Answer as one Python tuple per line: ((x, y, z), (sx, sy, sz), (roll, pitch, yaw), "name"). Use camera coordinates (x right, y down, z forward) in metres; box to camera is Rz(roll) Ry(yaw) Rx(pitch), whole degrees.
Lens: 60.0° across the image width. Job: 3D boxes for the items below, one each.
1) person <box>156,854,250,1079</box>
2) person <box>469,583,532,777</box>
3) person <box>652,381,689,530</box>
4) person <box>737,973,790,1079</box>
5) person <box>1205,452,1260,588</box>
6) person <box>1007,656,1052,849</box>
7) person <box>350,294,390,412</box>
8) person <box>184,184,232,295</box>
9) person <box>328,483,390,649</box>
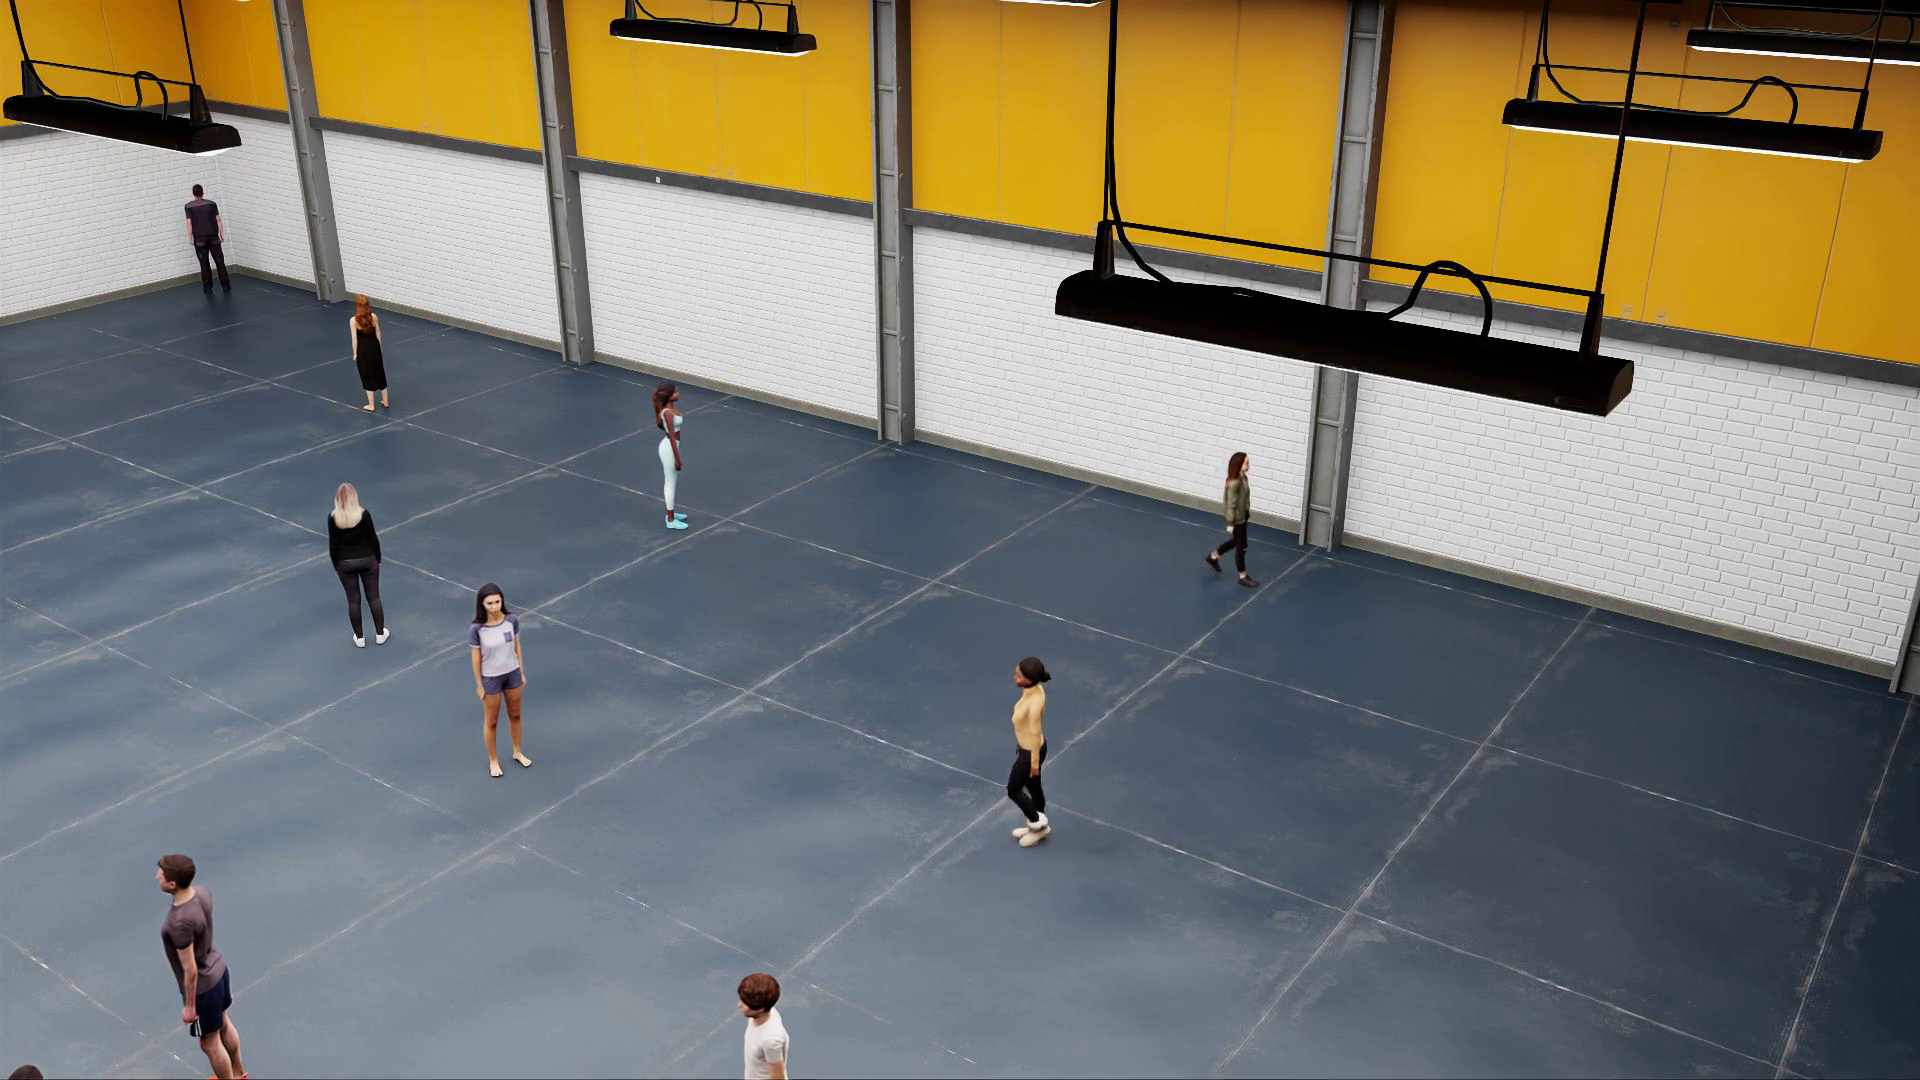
((-4.698, 2.744, 10.315), (0.773, 1.852, 0.719), (-4, 24, -8), "person")
((-3.892, 1.161, 14.086), (0.640, 1.733, 0.602), (-17, 29, -33), "person")
((-3.307, -0.985, 19.003), (0.711, 1.725, 0.641), (-6, 24, -13), "person")
((-1.104, 3.183, 9.559), (0.727, 1.654, 0.628), (-10, 25, -21), "person")
((2.887, -0.237, 17.624), (0.915, 1.459, 0.679), (11, 26, 24), "person")
((0.638, 1.658, 13.051), (0.733, 1.651, 0.705), (2, 24, 4), "person")
((-8.094, -2.575, 22.767), (0.605, 1.625, 0.616), (-21, 31, -40), "person")
((-12.860, -5.151, 28.385), (0.801, 1.845, 0.773), (-12, 26, -26), "person")
((-5.891, 0.243, 16.244), (0.698, 1.686, 0.729), (-7, 25, -16), "person")
